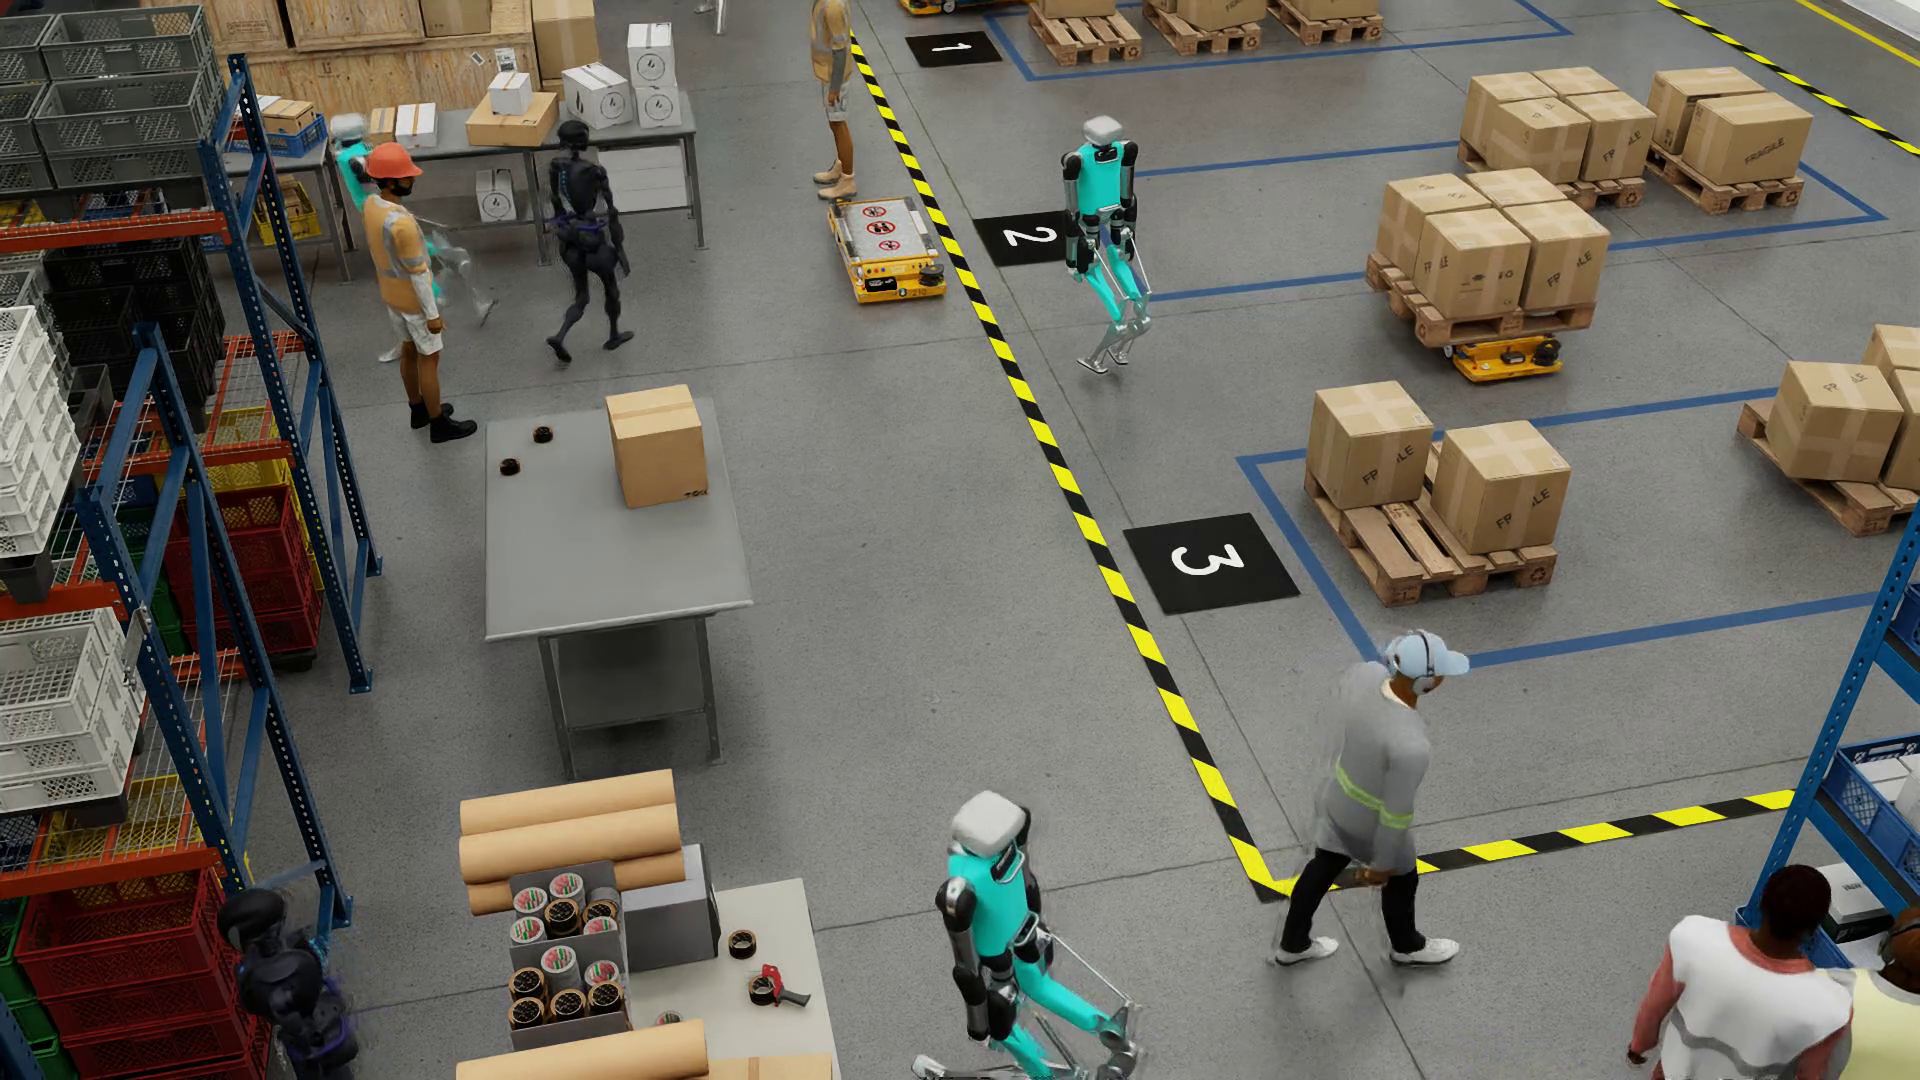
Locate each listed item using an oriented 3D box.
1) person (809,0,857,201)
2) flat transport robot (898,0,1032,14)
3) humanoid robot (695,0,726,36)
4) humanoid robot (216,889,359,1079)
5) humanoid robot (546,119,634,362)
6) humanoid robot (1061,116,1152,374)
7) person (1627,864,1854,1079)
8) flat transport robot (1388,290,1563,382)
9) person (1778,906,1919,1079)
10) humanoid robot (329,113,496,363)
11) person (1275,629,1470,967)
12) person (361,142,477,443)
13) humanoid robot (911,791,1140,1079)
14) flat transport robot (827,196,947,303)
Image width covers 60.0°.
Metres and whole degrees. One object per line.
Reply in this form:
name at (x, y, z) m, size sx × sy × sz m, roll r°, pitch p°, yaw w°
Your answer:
person at (-1.030, -3.661, 12.992) m, size 0.384 × 2.038 × 0.613 m, roll -5°, pitch 37°, yaw -7°
flat transport robot at (0.074, -5.710, 17.204) m, size 1.431 × 0.197 × 0.652 m, roll -13°, pitch 39°, yaw -17°
humanoid robot at (-2.459, -5.883, 16.264) m, size 0.553 × 1.756 × 0.906 m, roll 6°, pitch 37°, yaw 8°
humanoid robot at (-2.257, 1.802, 5.955) m, size 0.467 × 1.639 × 0.592 m, roll -18°, pitch 40°, yaw -23°
humanoid robot at (-2.513, -1.952, 11.011) m, size 0.585 × 1.625 × 0.636 m, roll 19°, pitch 41°, yaw 24°
humanoid robot at (1.000, -1.813, 10.651) m, size 0.533 × 1.673 × 0.735 m, roll -18°, pitch 40°, yaw -22°
person at (2.612, 1.833, 5.722) m, size 0.600 × 1.926 × 0.391 m, roll 26°, pitch 44°, yaw 30°
flat transport robot at (3.576, -1.575, 11.648) m, size 0.652 × 0.197 × 1.431 m, roll -8°, pitch 37°, yaw -10°
person at (3.008, 1.914, 5.663) m, size 0.622 × 1.844 × 0.431 m, roll 10°, pitch 38°, yaw 13°
humanoid robot at (-3.550, -2.069, 11.135) m, size 1.012 × 1.761 × 0.545 m, roll -21°, pitch 41°, yaw -26°
person at (1.771, 1.084, 6.795) m, size 0.870 × 1.814 × 0.606 m, roll -8°, pitch 37°, yaw -10°
person at (-3.339, -1.506, 10.182) m, size 0.365 × 1.933 × 0.550 m, roll -28°, pitch 45°, yaw -32°
humanoid robot at (0.301, 1.675, 6.076) m, size 1.036 × 1.726 × 0.554 m, roll 18°, pitch 40°, yaw 22°
flat transport robot at (-0.570, -2.220, 12.538) m, size 0.659 × 0.231 × 1.431 m, roll -8°, pitch 37°, yaw -10°
